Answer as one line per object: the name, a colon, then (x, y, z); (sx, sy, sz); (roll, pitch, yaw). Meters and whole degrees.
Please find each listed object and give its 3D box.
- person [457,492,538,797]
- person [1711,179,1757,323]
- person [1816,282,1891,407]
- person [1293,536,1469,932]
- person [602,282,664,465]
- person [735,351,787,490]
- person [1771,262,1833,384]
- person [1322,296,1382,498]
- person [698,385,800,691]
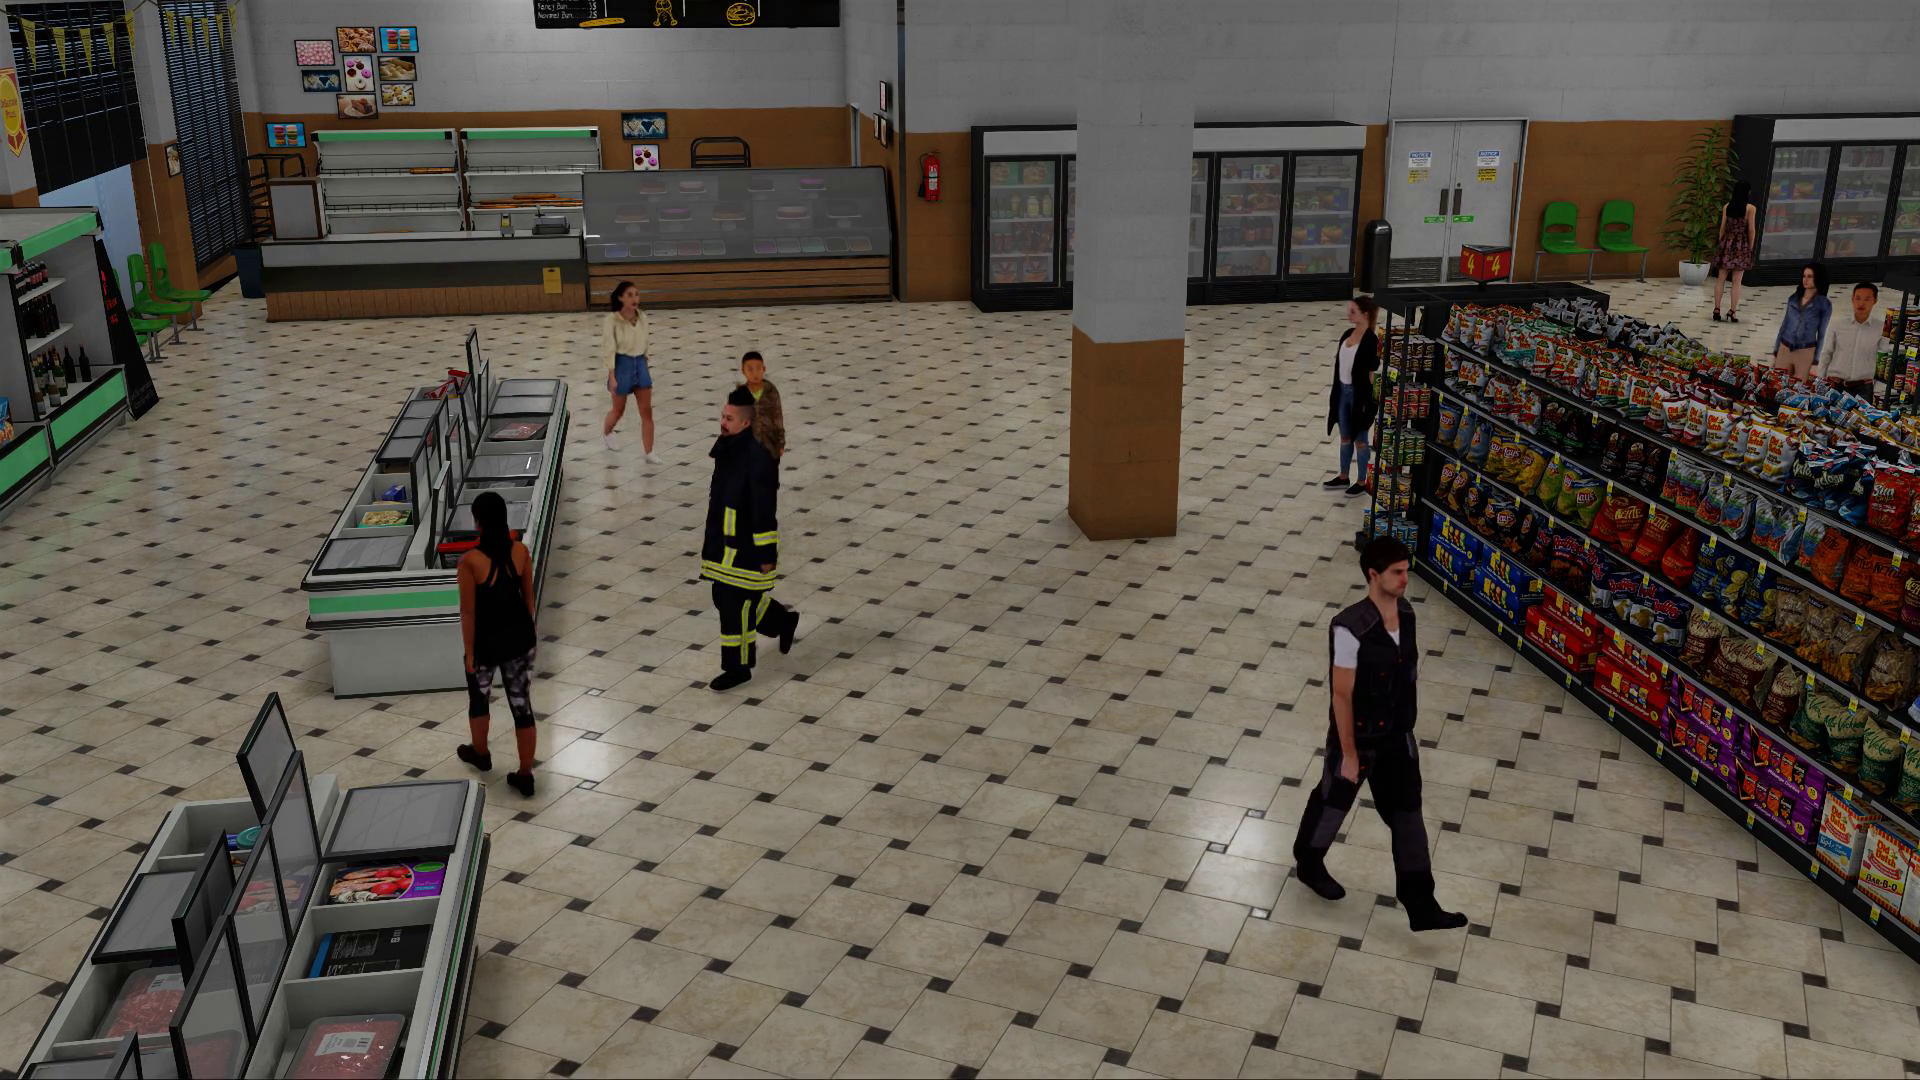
person: (-2.356, 0.555, 8.664); (0.874, 1.647, 0.998); (-16, 24, -39)
person: (9.720, -3.628, 20.871); (0.860, 1.774, 0.784); (-17, 25, -42)
person: (7.317, -1.230, 13.701); (0.743, 1.812, 0.775); (10, 21, 27)
person: (1.768, 0.858, 7.518); (0.991, 1.805, 1.238); (-12, 22, -32)
person: (-2.982, -1.474, 14.759); (1.014, 1.597, 1.212); (-15, 24, -38)
person: (-1.561, -0.747, 12.851); (0.672, 1.438, 0.894); (-7, 20, -19)
person: (7.478, -1.594, 14.839); (0.736, 1.774, 0.618); (-10, 21, -28)
person: (3.303, -1.202, 13.816); (0.747, 1.684, 0.592); (-9, 20, -24)
person: (-1.258, -0.026, 10.090); (1.017, 1.836, 1.029); (-13, 22, -33)
